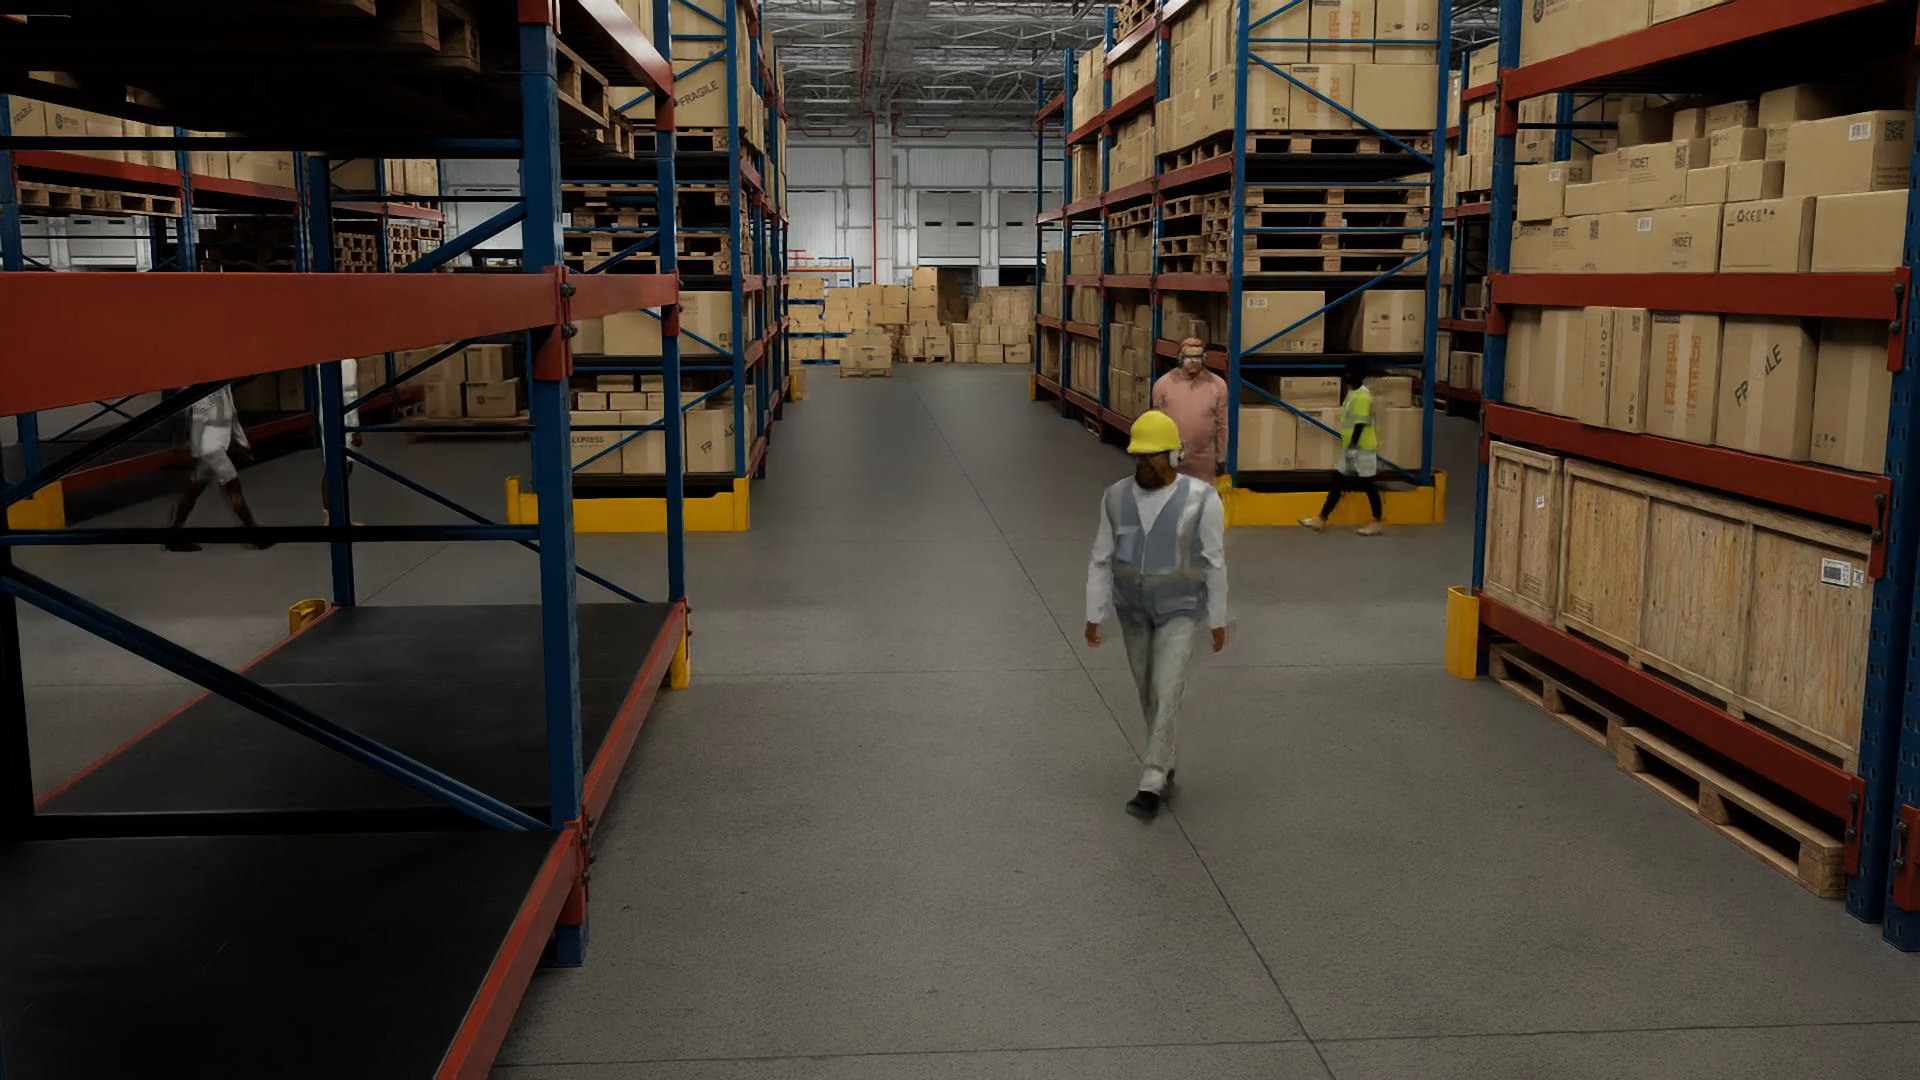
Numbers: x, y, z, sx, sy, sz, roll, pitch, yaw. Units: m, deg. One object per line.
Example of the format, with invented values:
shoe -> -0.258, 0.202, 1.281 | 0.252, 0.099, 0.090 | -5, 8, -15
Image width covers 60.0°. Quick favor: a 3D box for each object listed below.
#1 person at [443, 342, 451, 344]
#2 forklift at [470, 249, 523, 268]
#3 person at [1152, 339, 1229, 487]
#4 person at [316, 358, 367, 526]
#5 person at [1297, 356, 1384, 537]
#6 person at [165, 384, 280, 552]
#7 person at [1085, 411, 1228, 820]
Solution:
person -> -15.794, -6.655, 51.092 | 0.594, 1.858, 0.652 | -5, 10, -27
forklift -> -7.365, -3.312, 26.923 | 1.129, 2.768, 1.873 | -1, 9, -4
person -> 1.881, -0.695, 13.611 | 0.641, 1.895, 0.445 | 0, 9, 3
person -> -5.817, -1.092, 15.683 | 0.451, 2.030, 0.621 | -9, 12, -43
person -> 3.533, -0.851, 15.255 | 0.833, 1.654, 0.556 | 0, 9, -2
person -> -6.439, -0.815, 14.420 | 1.078, 1.865, 0.535 | -2, 9, -13
person -> 0.833, 0.331, 7.440 | 0.619, 1.793, 0.854 | 6, 11, 31
